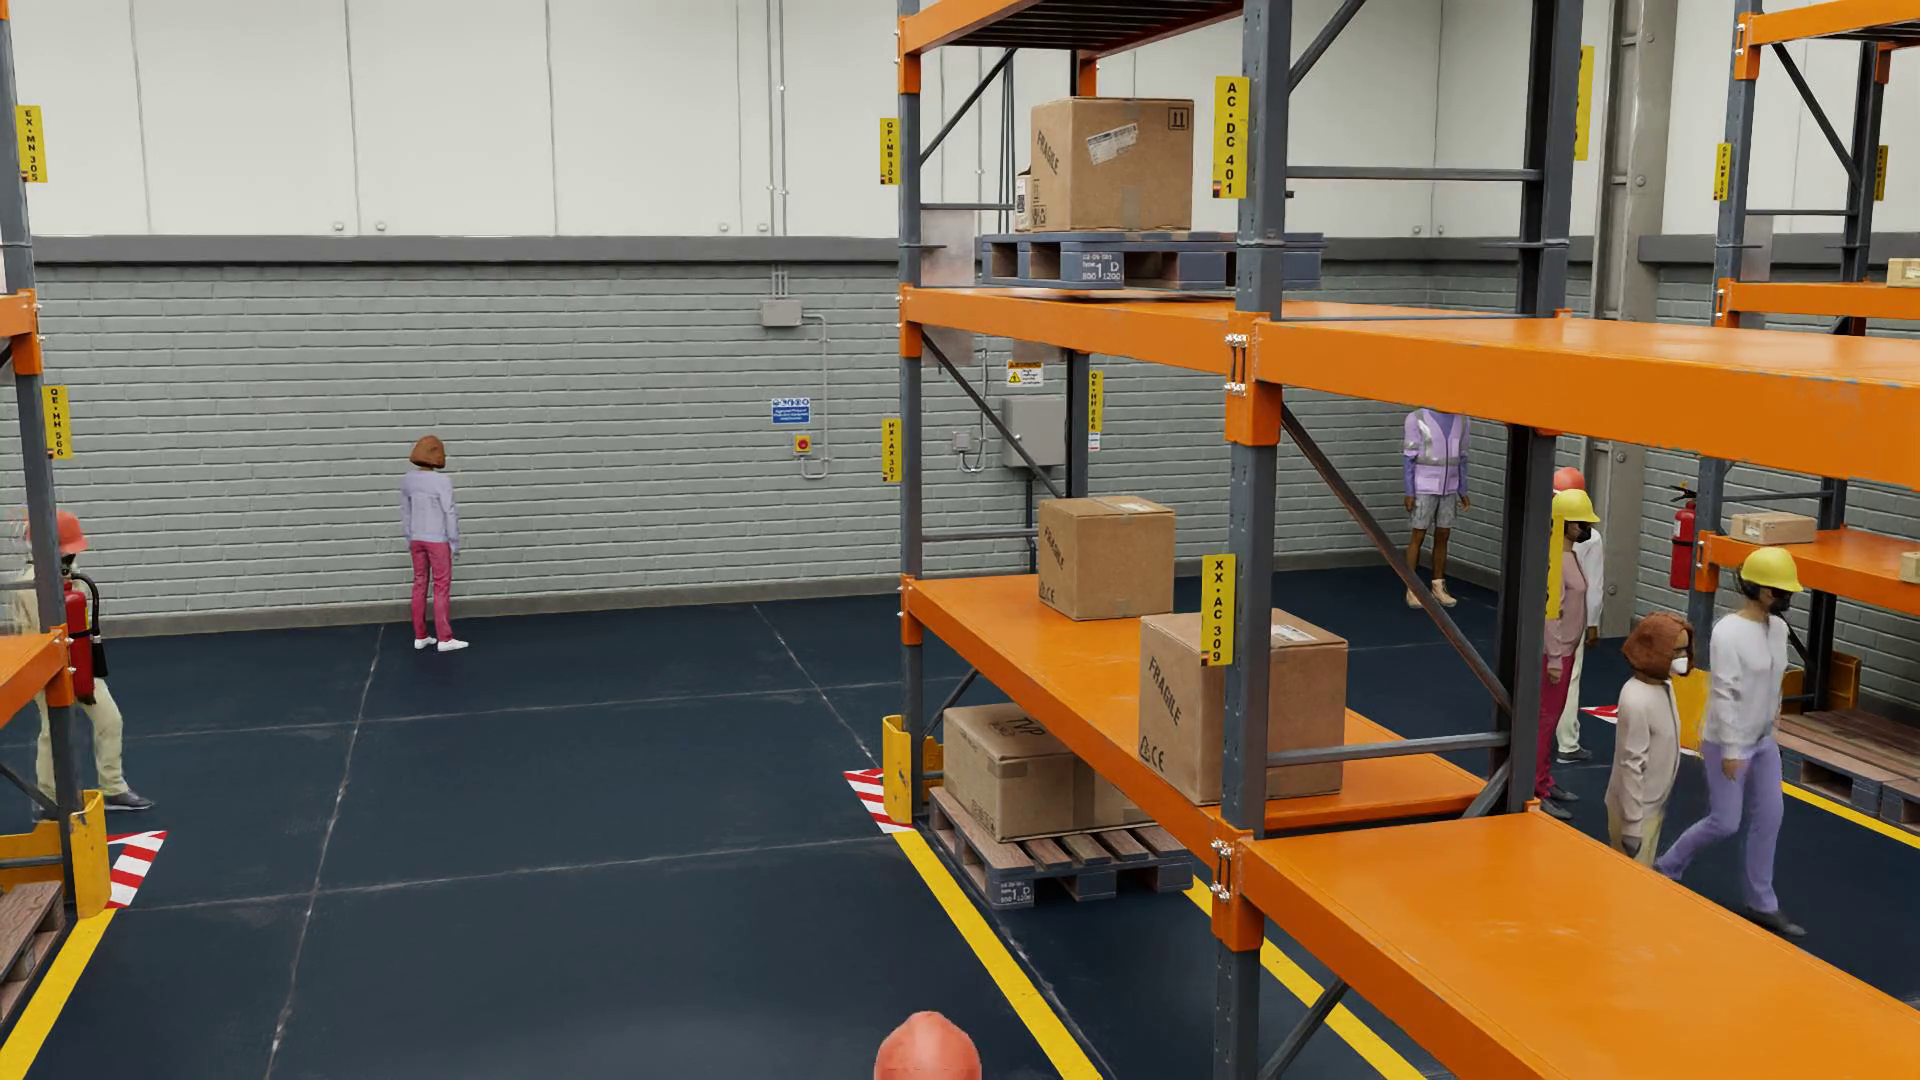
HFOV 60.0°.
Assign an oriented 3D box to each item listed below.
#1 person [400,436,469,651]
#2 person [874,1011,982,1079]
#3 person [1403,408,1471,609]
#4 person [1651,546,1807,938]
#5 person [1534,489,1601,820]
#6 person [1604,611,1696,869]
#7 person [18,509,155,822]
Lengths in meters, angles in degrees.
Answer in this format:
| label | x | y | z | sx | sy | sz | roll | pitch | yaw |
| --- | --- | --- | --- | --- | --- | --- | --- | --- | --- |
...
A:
| label | x | y | z | sx | sy | sz | roll | pitch | yaw |
| --- | --- | --- | --- | --- | --- | --- | --- | --- | --- |
| person | -3.993 | 0.025 | 12.588 | 0.503 | 1.631 | 0.282 | 5 | 11 | 26 |
| person | -0.030 | 1.669 | 2.945 | 0.568 | 1.727 | 0.594 | 1 | 10 | 3 |
| person | 4.033 | -0.436 | 14.050 | 0.605 | 2.045 | 0.377 | -3 | 10 | -15 |
| person | 3.461 | 0.877 | 7.405 | 0.541 | 1.750 | 0.601 | -6 | 12 | -30 |
| person | 3.231 | 0.600 | 8.939 | 0.311 | 1.768 | 0.533 | 5 | 11 | 26 |
| person | 2.703 | 1.080 | 6.576 | 0.280 | 1.631 | 0.504 | 7 | 12 | 33 |
| person | -4.602 | 0.673 | 8.694 | 0.653 | 1.704 | 0.586 | -1 | 10 | -4 |
